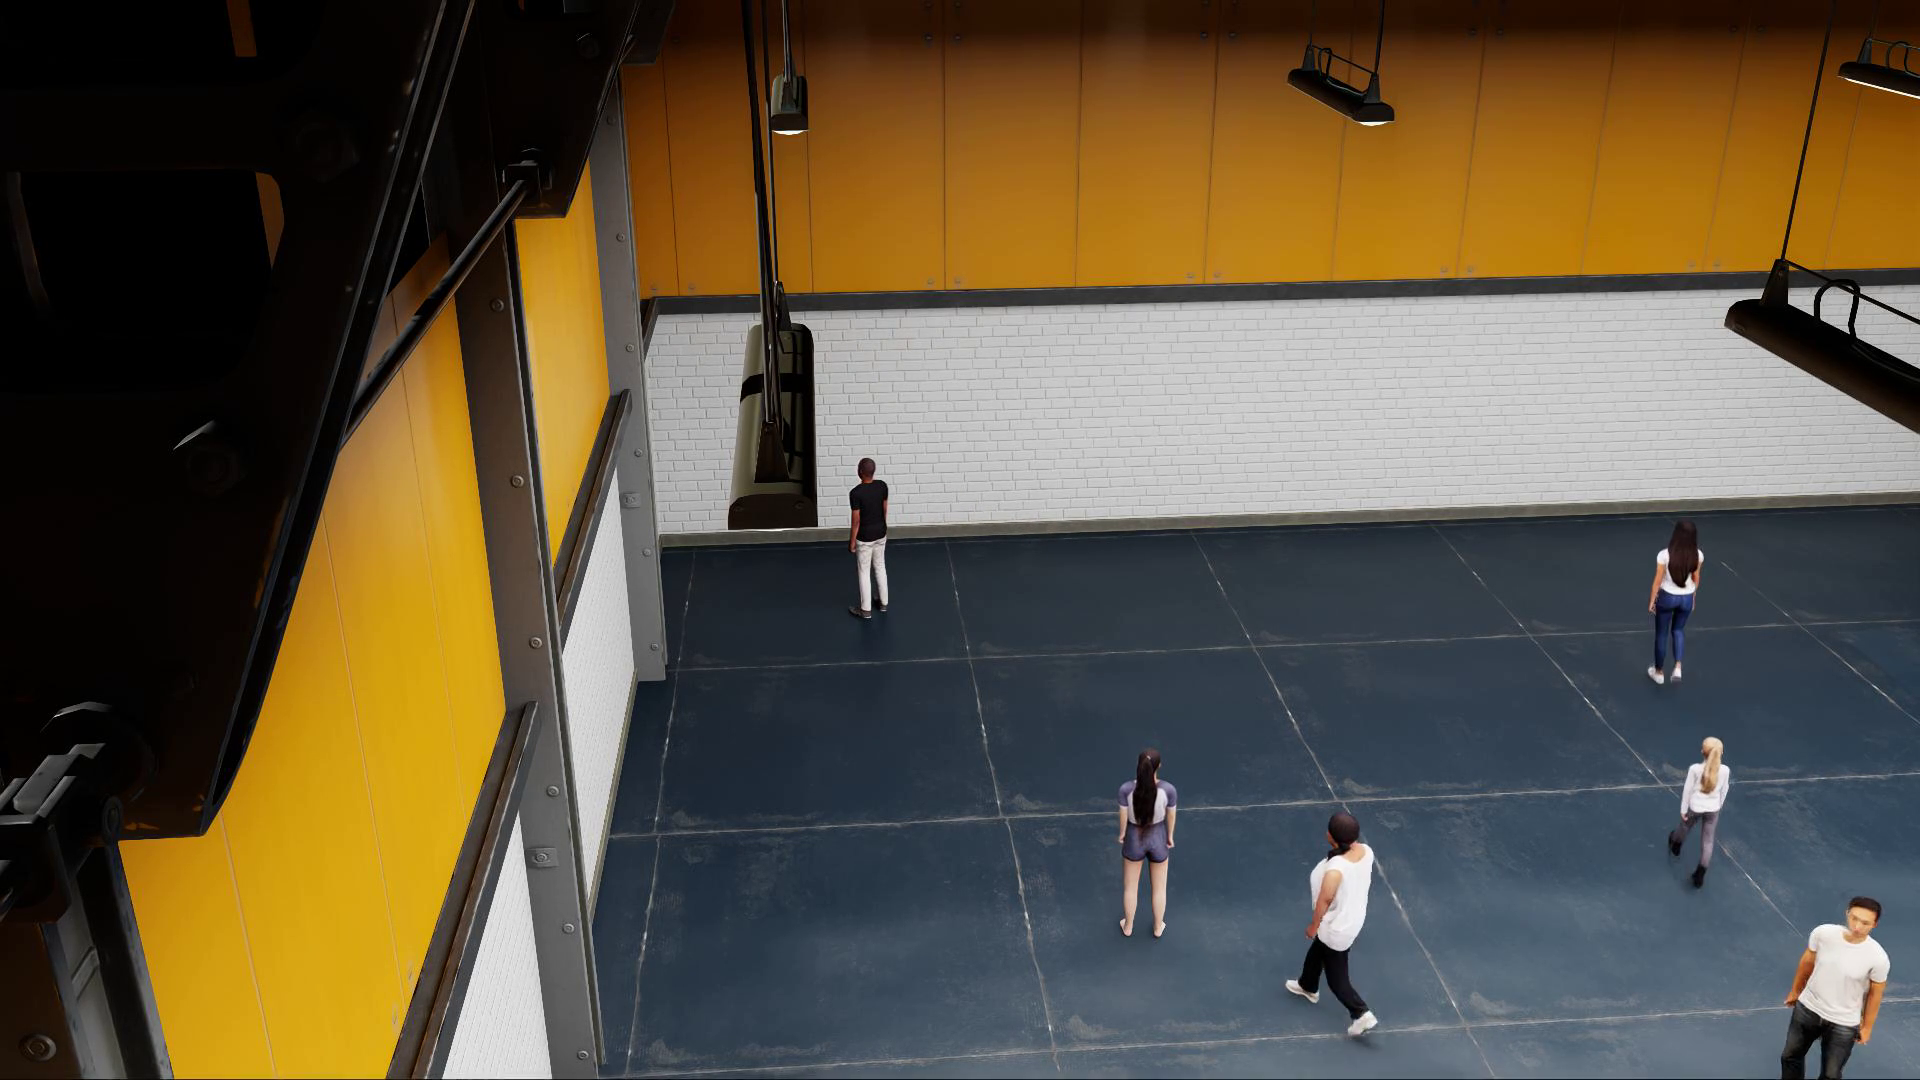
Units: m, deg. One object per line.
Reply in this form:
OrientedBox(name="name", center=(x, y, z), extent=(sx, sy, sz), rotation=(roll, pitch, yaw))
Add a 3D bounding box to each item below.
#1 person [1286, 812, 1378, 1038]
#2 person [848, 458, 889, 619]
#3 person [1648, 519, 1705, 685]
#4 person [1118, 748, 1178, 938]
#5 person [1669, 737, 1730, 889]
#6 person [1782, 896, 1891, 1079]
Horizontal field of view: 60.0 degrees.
OrientedBox(name="person", center=(2.701, 2.713, 11.761), extent=(1.128, 1.668, 1.065), rotation=(17, 29, 34))
OrientedBox(name="person", center=(-0.969, -0.035, 17.878), extent=(0.758, 1.805, 0.796), rotation=(-20, 31, -38))
OrientedBox(name="person", center=(7.055, 0.657, 16.344), extent=(0.646, 1.765, 0.788), rotation=(1, 24, 2))
OrientedBox(name="person", center=(1.425, 2.311, 12.703), extent=(0.621, 1.651, 0.567), rotation=(1, 24, 3))
OrientedBox(name="person", center=(6.011, 2.215, 13.421), extent=(0.689, 1.251, 0.934), rotation=(6, 24, 14))
OrientedBox(name="person", center=(5.666, 3.046, 10.832), extent=(0.821, 1.803, 0.734), rotation=(-19, 30, -37))
